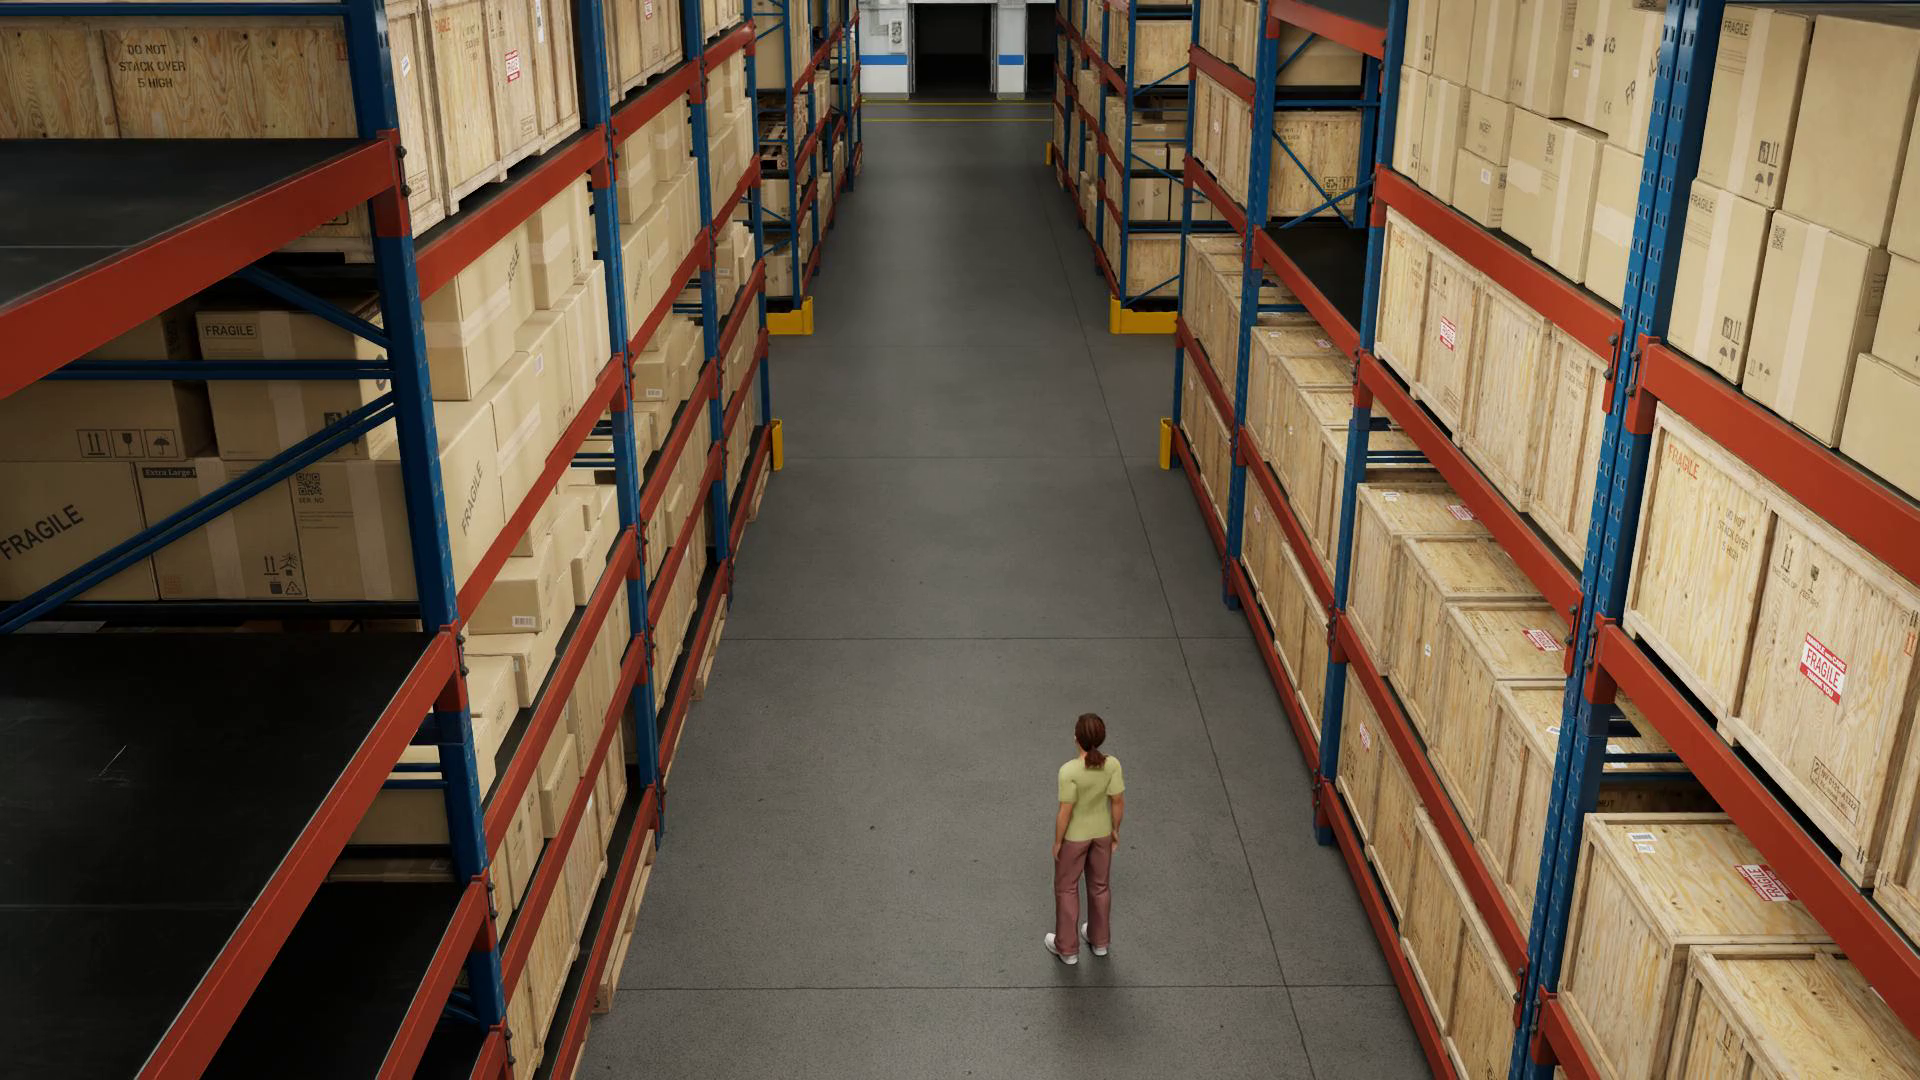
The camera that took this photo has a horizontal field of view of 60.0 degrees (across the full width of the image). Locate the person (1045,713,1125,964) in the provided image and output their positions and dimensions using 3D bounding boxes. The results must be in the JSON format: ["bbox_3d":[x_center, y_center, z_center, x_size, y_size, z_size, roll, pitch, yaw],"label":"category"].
[{"bbox_3d":[0.747,1.794,10.090,0.430,1.670,0.399,-8,23,-20],"label":"person"}]
